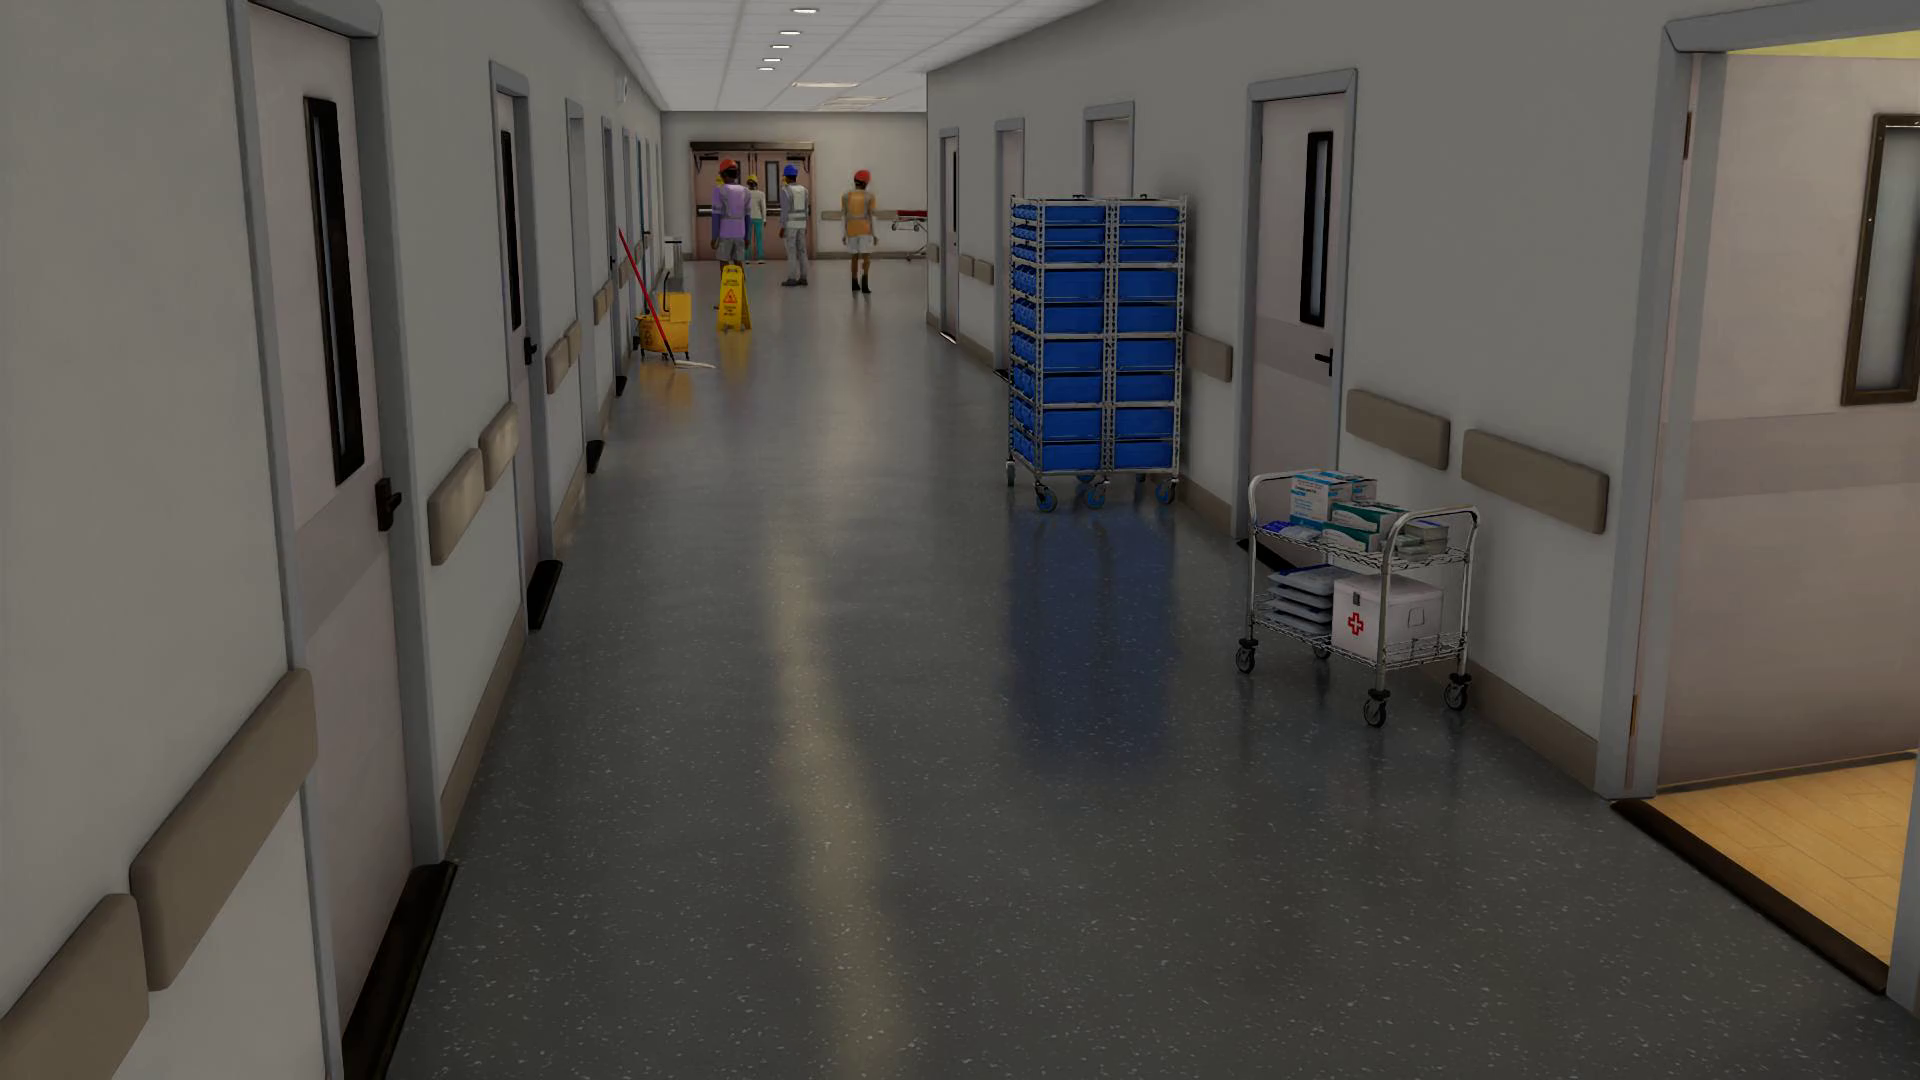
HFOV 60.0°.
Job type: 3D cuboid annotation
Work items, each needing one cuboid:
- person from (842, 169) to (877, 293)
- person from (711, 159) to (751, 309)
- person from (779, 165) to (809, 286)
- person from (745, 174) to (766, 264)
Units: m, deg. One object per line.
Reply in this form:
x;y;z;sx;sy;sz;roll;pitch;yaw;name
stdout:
-1.565;-4.771;25.711;0.566;1.887;0.904;2;13;9;person
-3.125;-4.149;22.620;0.615;2.028;0.409;-11;17;-41;person
-2.710;-5.099;27.000;0.404;1.945;0.615;10;16;37;person
-4.109;-6.362;33.020;0.533;1.768;0.310;0;13;-2;person
